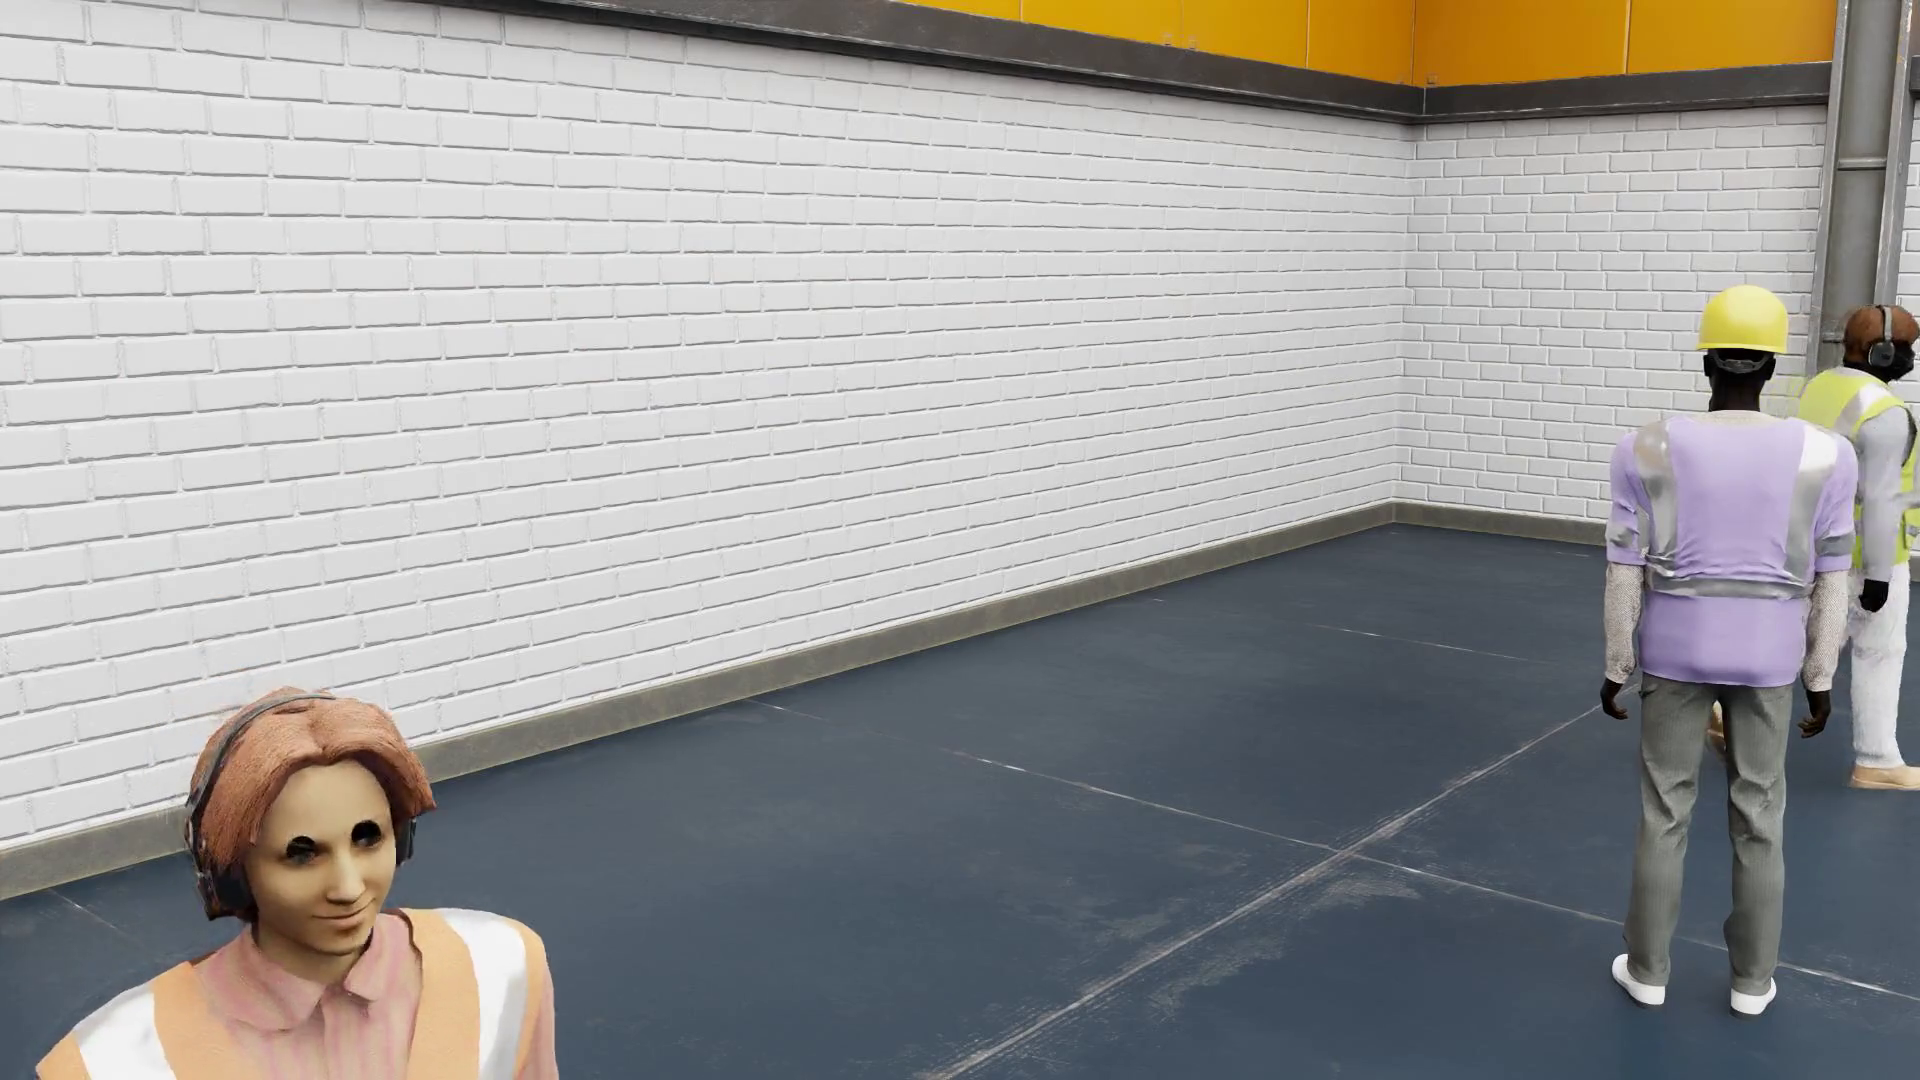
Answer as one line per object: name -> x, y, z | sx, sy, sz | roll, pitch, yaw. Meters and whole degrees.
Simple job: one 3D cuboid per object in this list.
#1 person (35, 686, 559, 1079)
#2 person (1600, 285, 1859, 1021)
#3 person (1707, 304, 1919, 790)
person -> -0.648, 0.926, 1.697 | 0.522, 1.627, 0.534 | -8, 13, -39
person -> 1.984, 0.306, 4.363 | 0.588, 1.927, 0.366 | 3, 10, 17
person -> 3.267, 0.036, 6.191 | 0.749, 1.825, 0.630 | 0, 10, -1
